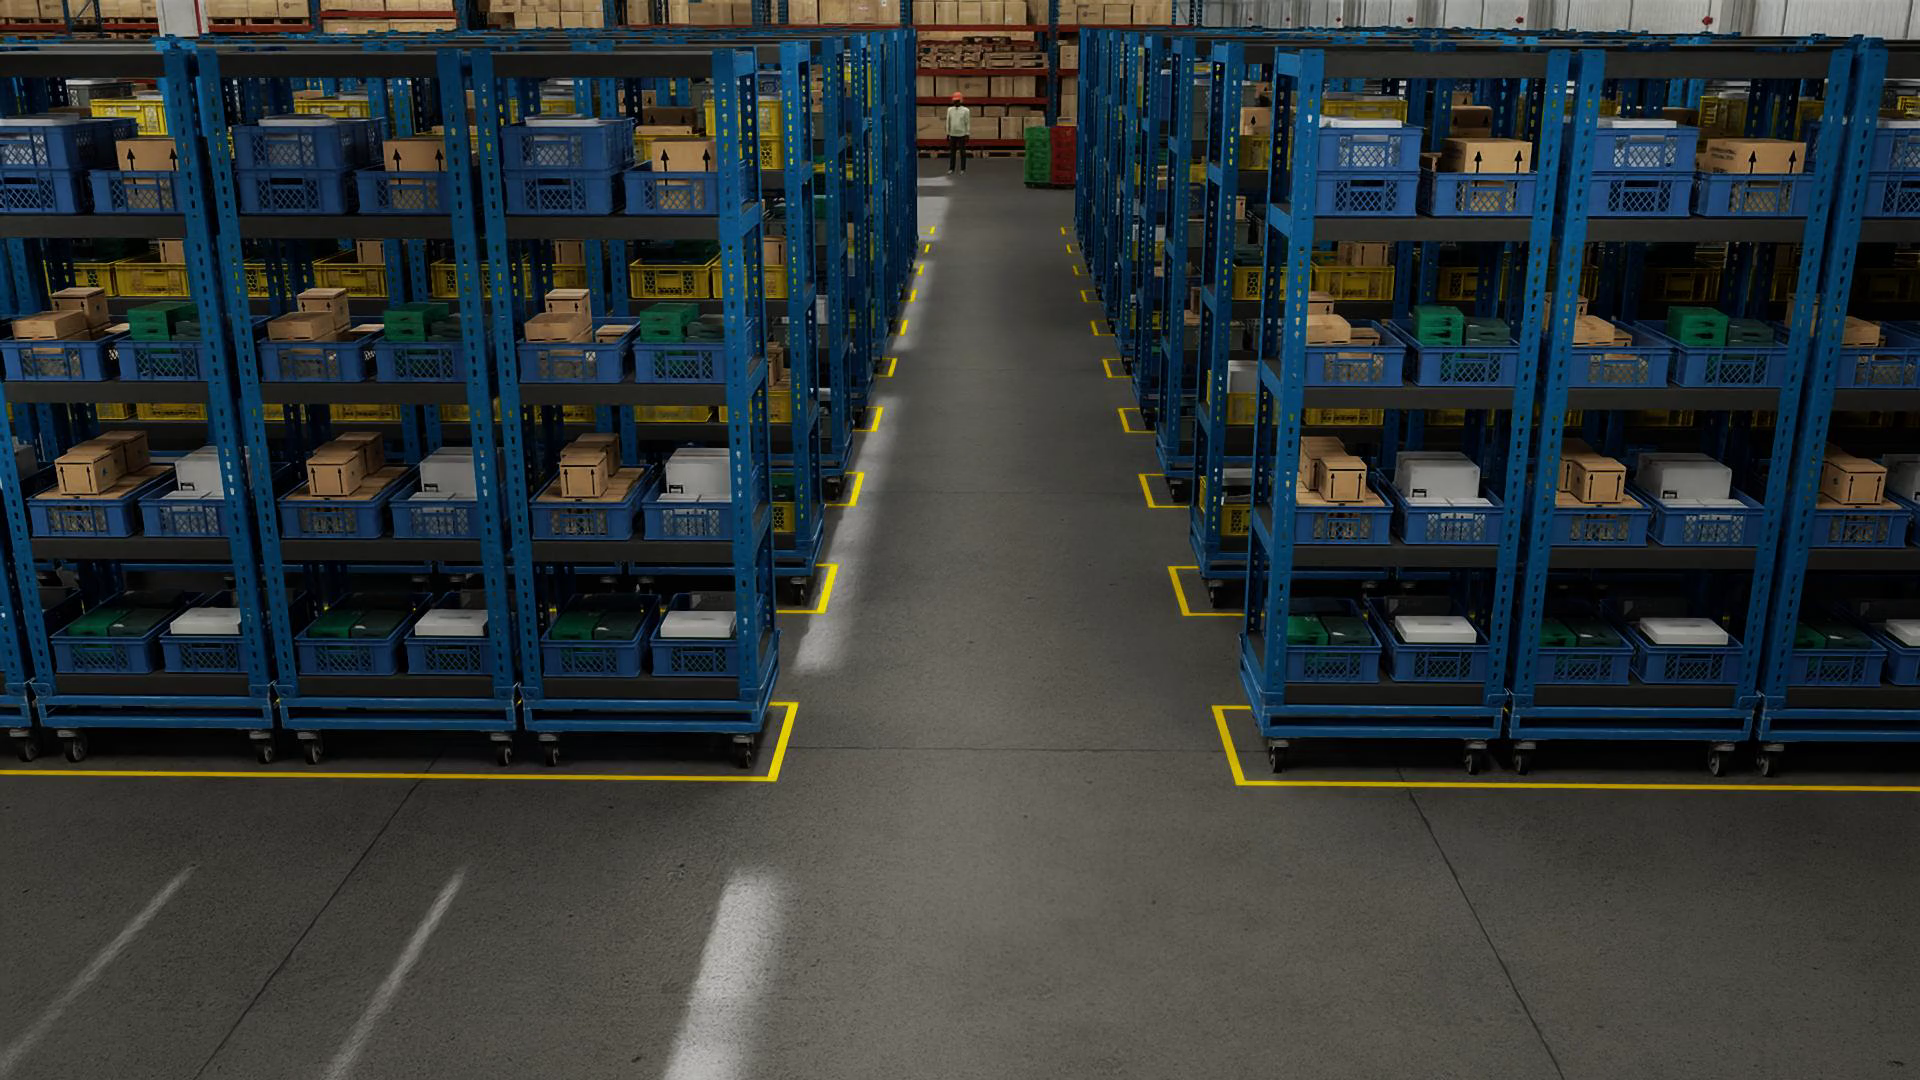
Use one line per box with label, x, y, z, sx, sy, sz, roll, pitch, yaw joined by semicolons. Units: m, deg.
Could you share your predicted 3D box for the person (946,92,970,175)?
person;-0.058;-10.003;40.975;0.608;1.995;0.376;6;18;19
